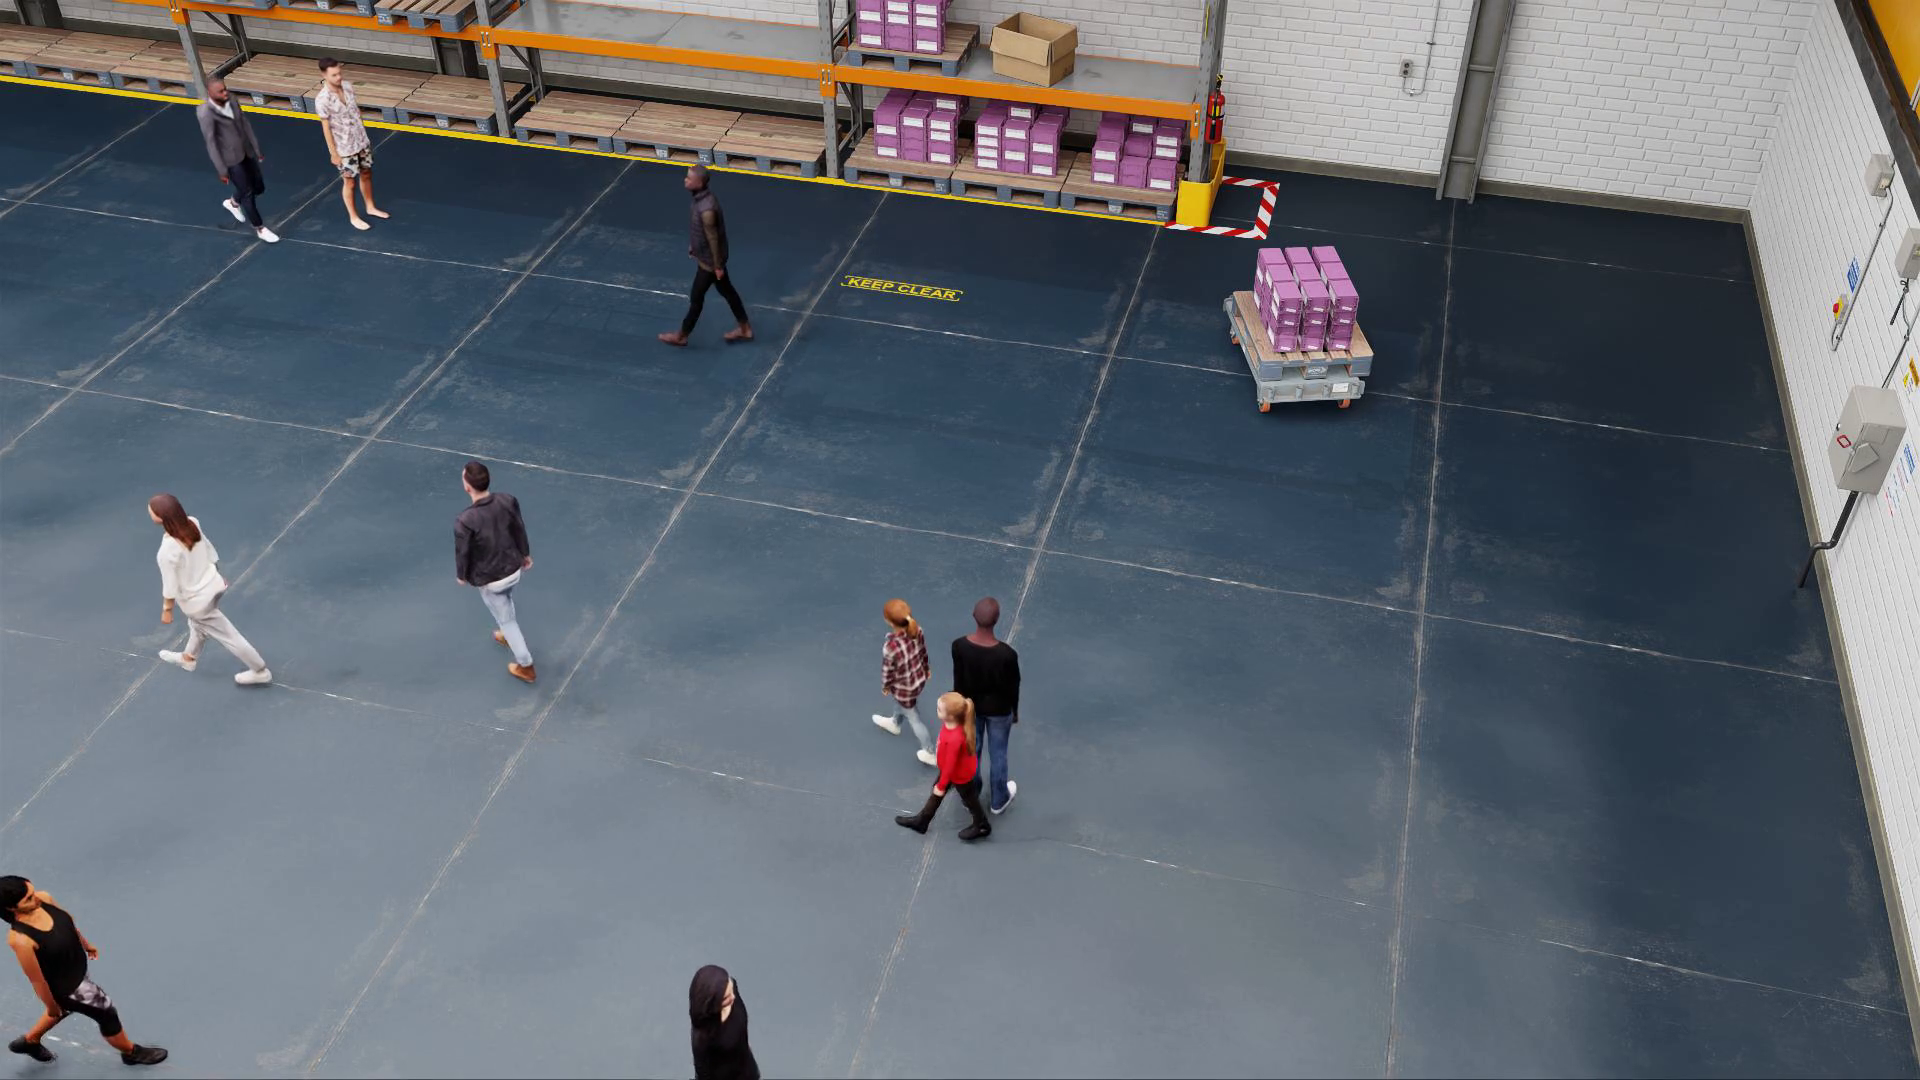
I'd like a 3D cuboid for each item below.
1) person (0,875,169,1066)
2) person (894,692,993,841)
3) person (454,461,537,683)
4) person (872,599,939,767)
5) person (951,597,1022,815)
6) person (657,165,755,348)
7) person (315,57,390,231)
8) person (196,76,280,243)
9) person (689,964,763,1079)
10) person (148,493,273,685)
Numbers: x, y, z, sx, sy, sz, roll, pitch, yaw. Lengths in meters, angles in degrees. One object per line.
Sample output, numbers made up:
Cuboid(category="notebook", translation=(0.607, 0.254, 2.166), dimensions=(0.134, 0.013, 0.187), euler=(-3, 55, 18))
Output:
Cuboid(category="person", translation=(-5.000, 2.391, 9.125), dimensions=(1.109, 1.637, 0.900), euler=(-9, 39, -11))
Cuboid(category="person", translation=(0.039, 1.463, 10.592), dimensions=(0.919, 1.256, 0.696), euler=(-4, 39, -5))
Cuboid(category="person", translation=(-3.181, 0.270, 11.637), dimensions=(0.931, 1.817, 0.813), euler=(23, 44, 26))
Cuboid(category="person", translation=(-0.311, 0.976, 11.184), dimensions=(0.951, 1.279, 0.728), euler=(28, 46, 30))
Cuboid(category="person", translation=(0.164, 1.074, 10.685), dimensions=(0.455, 1.749, 0.644), euler=(10, 40, 12))
Cuboid(category="person", translation=(-2.190, -2.574, 15.222), dimensions=(1.252, 1.787, 1.039), euler=(-7, 39, -9))
Cuboid(category="person", translation=(-6.318, -4.108, 17.123), dimensions=(0.631, 1.811, 0.710), euler=(17, 42, 20))
Cuboid(category="person", translation=(-7.395, -3.877, 16.848), dimensions=(0.967, 1.793, 0.830), euler=(11, 40, 14))
Cuboid(category="person", translation=(-1.269, 2.736, 8.575), dimensions=(0.840, 1.785, 0.631), euler=(12, 40, 15))
Cuboid(category="person", translation=(-5.226, 0.384, 11.631), dimensions=(1.116, 1.645, 0.805), euler=(0, 39, 0))
